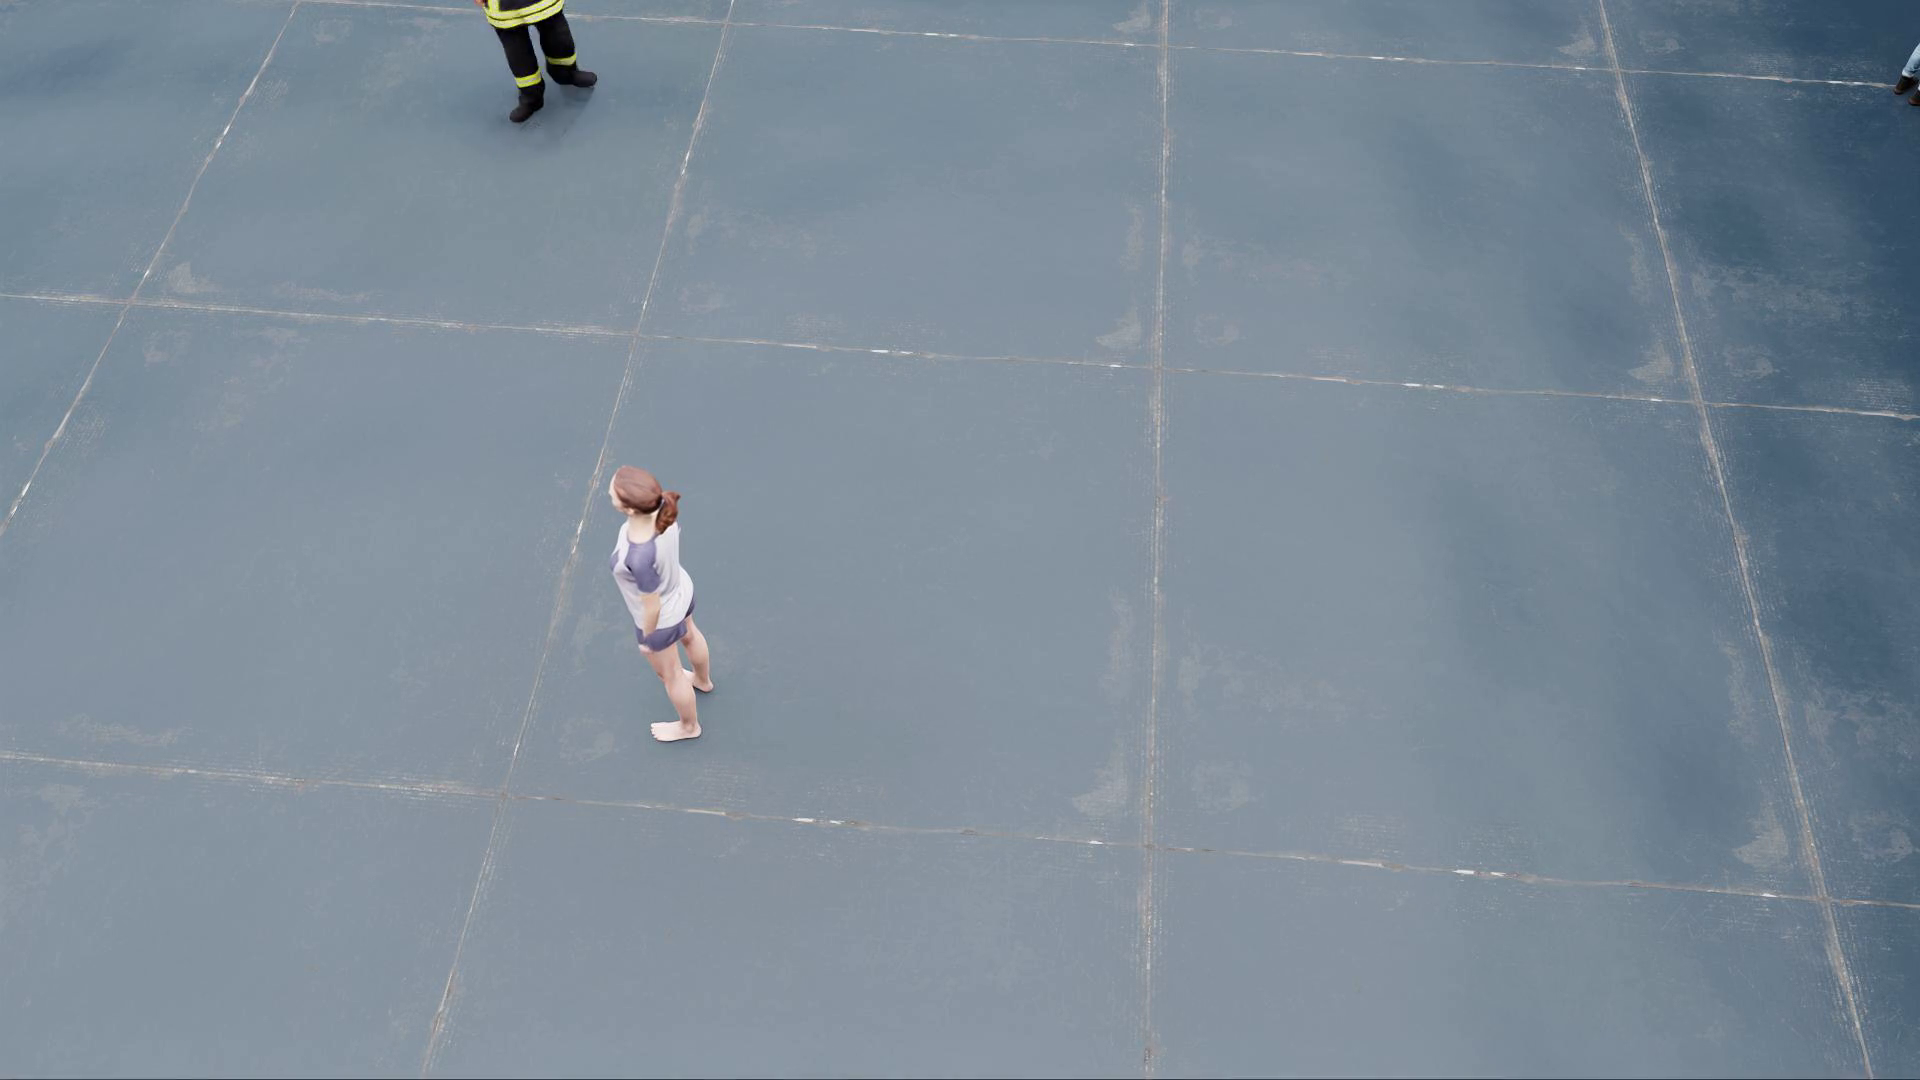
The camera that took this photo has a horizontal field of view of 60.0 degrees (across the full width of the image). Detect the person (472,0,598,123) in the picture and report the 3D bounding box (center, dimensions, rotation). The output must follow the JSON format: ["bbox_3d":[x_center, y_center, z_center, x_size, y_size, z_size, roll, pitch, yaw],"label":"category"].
[{"bbox_3d":[-2.733,-3.395,10.072,0.849,1.882,1.011,-7,53,-5],"label":"person"}]

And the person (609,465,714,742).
[{"bbox_3d":[-1.304,0.279,7.300,0.576,1.768,0.581,8,53,6],"label":"person"}]
